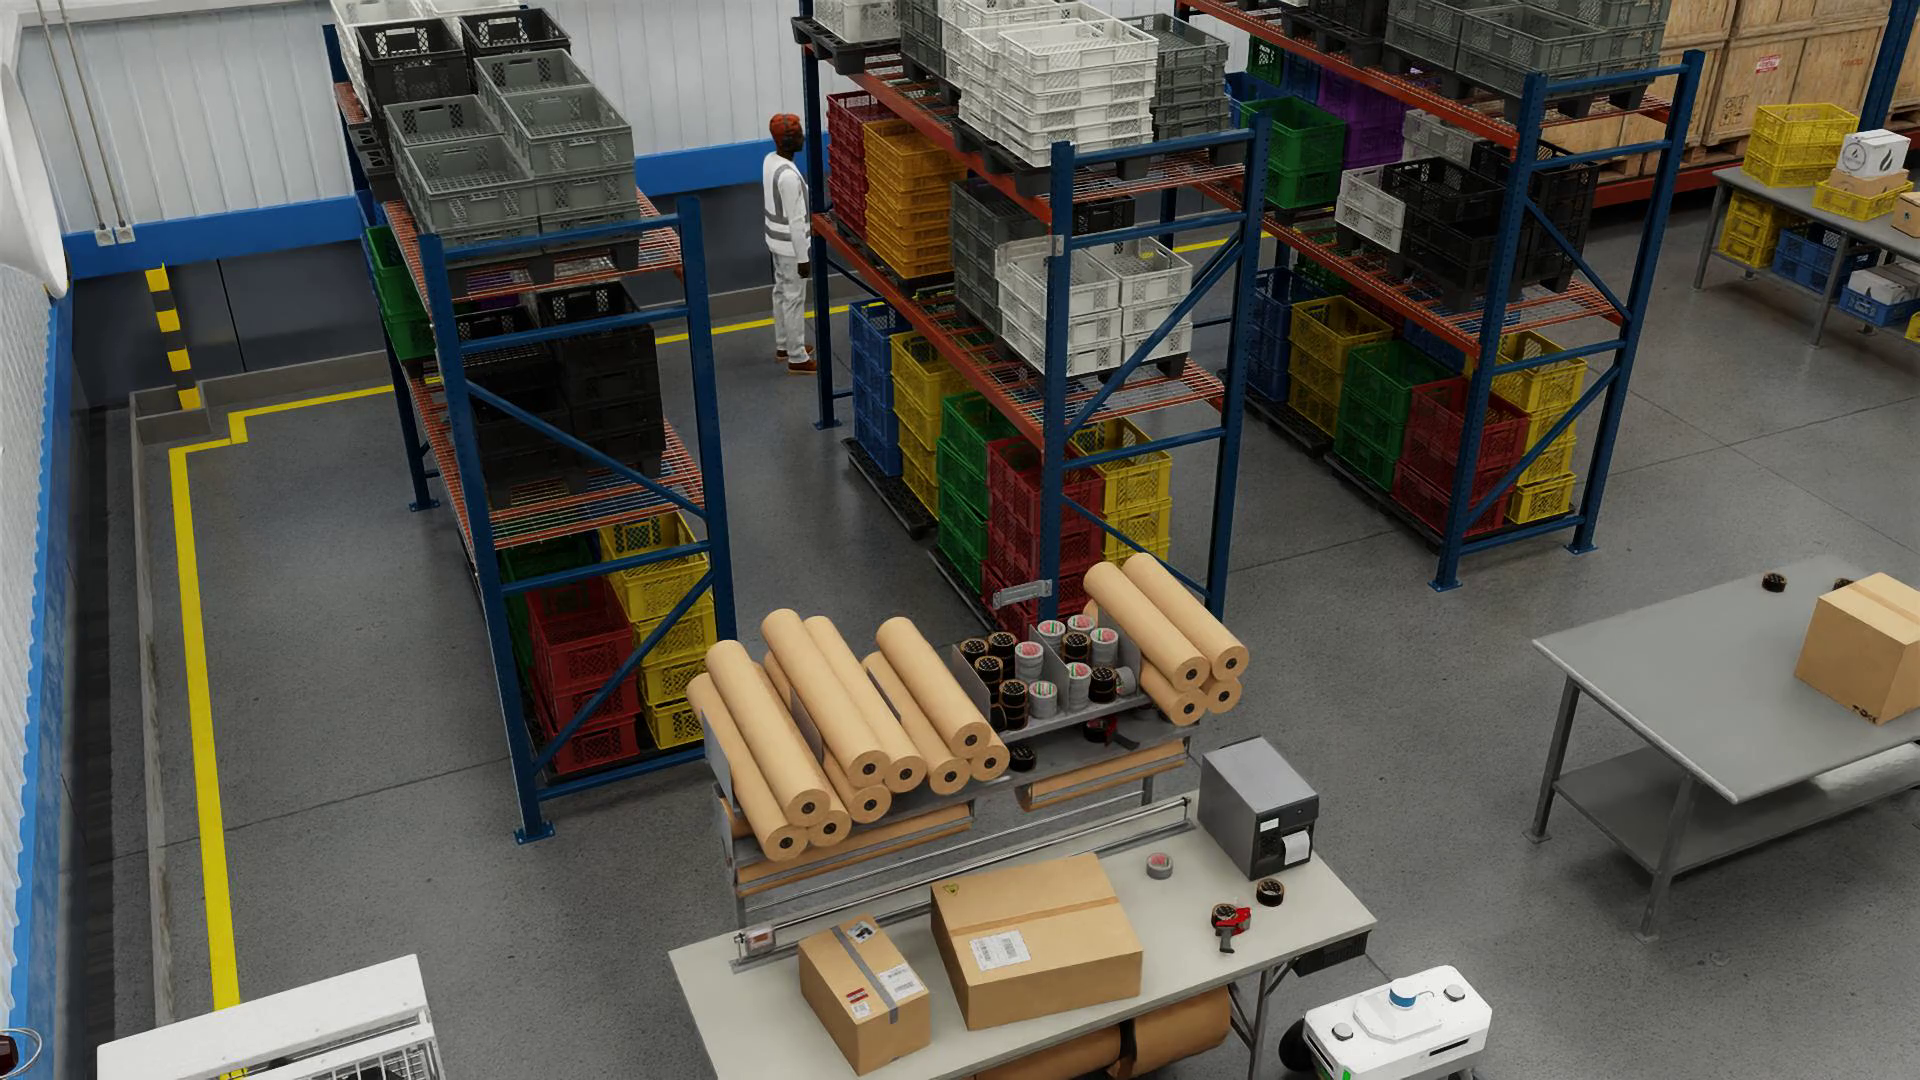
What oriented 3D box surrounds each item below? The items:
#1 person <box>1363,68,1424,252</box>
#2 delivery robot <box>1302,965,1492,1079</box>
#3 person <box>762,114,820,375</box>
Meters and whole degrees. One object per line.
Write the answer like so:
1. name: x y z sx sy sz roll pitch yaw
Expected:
1. person: 3.548 -3.336 13.795 0.625 1.933 0.374 23 38 32
2. delivery robot: 1.700 1.914 6.481 0.707 0.478 0.477 -12 34 -19
3. person: -1.195 -2.095 11.822 0.355 1.882 0.576 -12 34 -19
